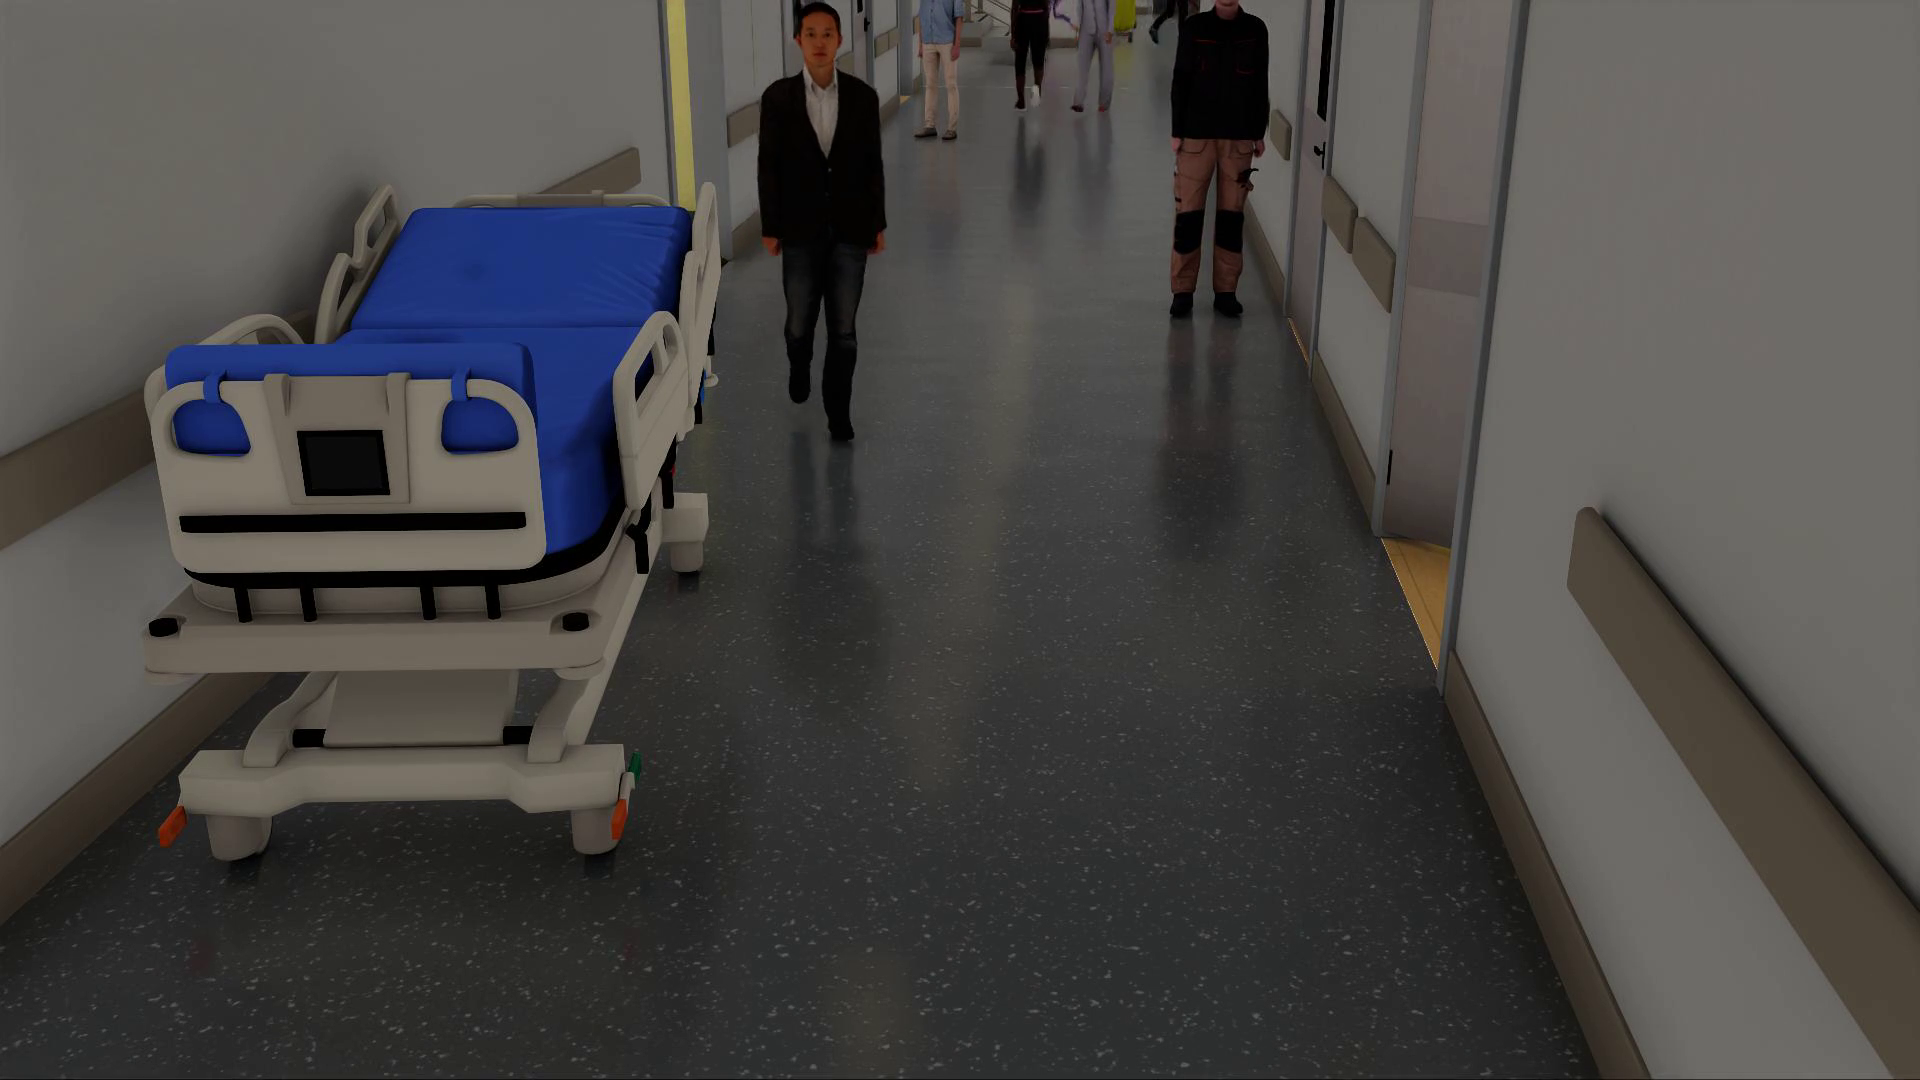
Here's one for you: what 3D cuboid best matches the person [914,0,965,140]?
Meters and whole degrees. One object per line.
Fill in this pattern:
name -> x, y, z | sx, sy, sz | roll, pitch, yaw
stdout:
person -> -0.191, -4.941, 16.496 | 0.652, 1.847, 0.790 | 12, 24, 29

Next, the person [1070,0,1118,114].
person -> 1.565, -5.621, 18.501 | 1.039, 1.698, 0.880 | 7, 22, 17

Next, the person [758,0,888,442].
person -> -0.588, -1.347, 7.090 | 0.910, 1.788, 0.902 | -5, 21, -13

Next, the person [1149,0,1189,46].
person -> 3.516, -9.142, 27.587 | 1.225, 1.847, 1.127 | -14, 25, -33

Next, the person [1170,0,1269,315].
person -> 1.424, -2.217, 9.196 | 0.553, 1.924, 0.769 | 0, 21, 0

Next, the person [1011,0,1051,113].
person -> 0.807, -5.618, 18.432 | 0.937, 1.743, 0.745 | -3, 21, -7

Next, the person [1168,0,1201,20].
person -> 4.661, -11.642, 34.396 | 1.136, 1.700, 0.722 | 0, 21, -1
